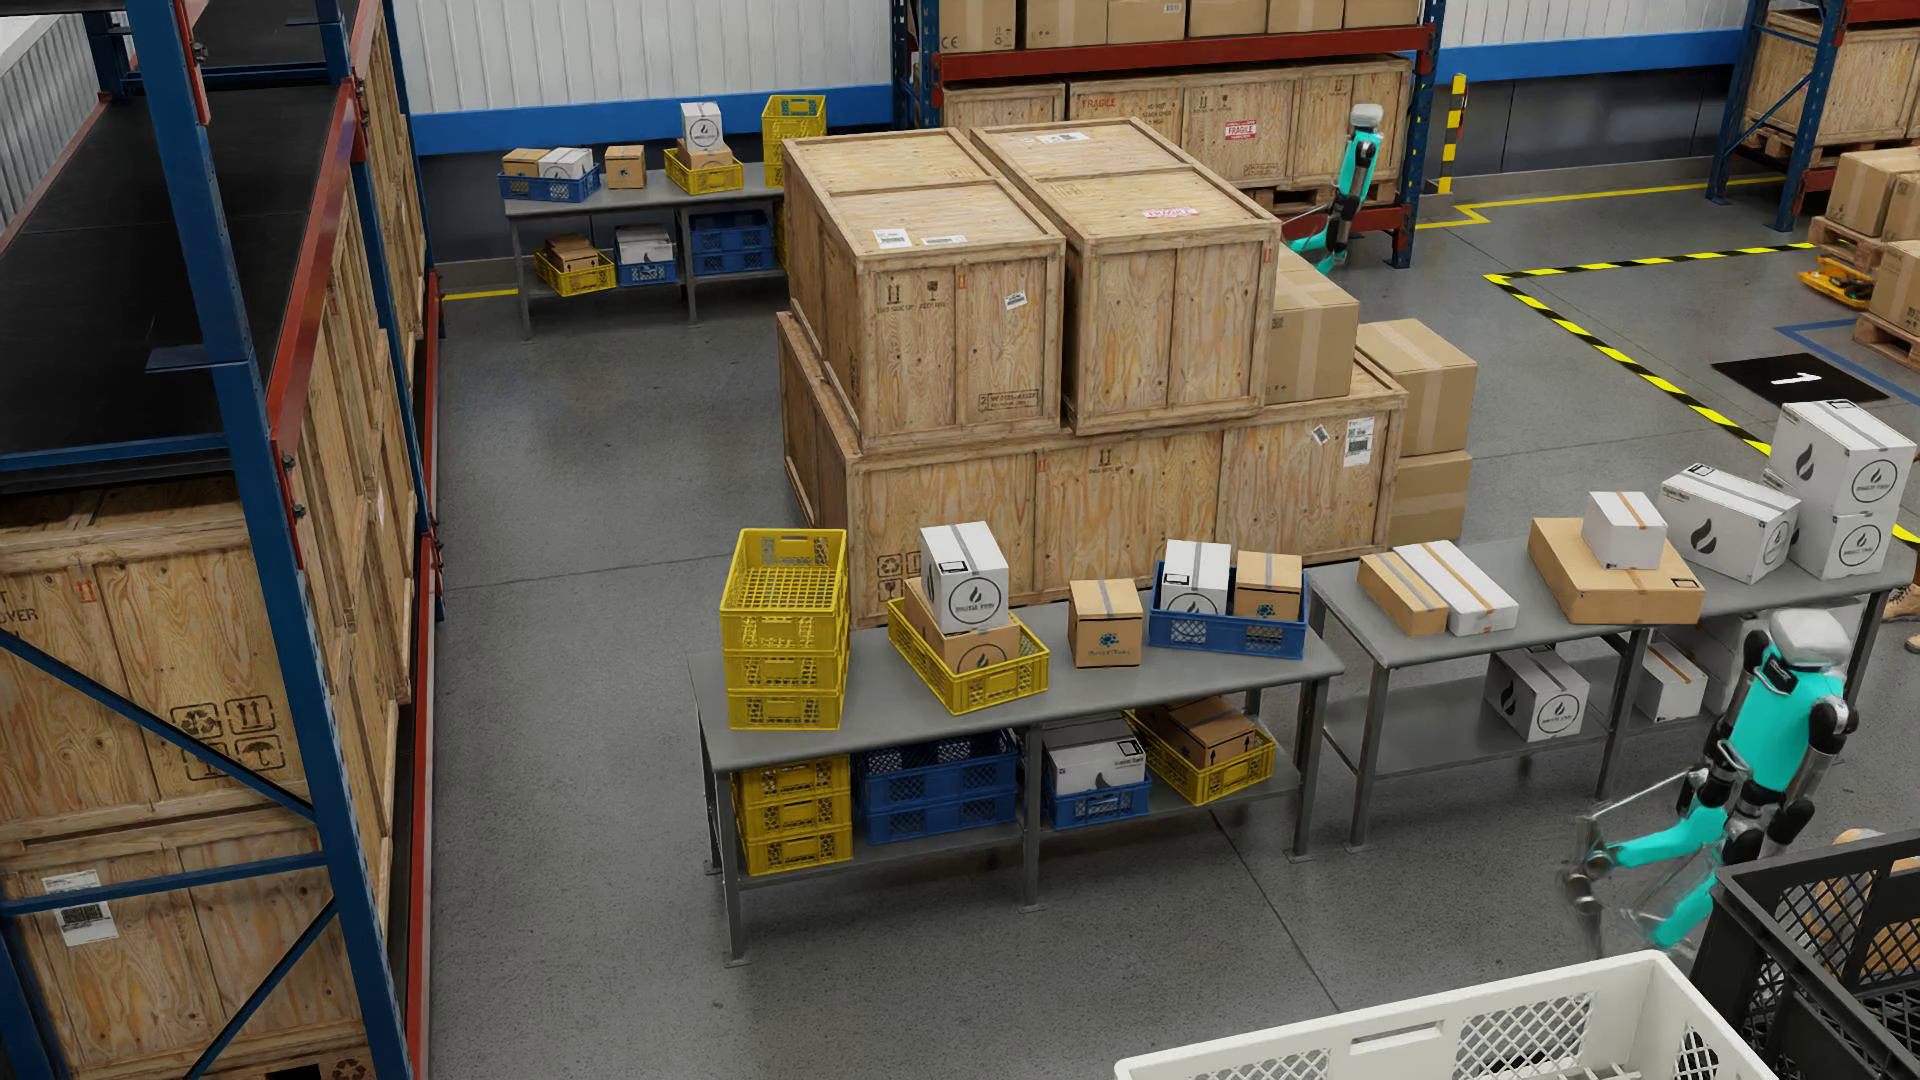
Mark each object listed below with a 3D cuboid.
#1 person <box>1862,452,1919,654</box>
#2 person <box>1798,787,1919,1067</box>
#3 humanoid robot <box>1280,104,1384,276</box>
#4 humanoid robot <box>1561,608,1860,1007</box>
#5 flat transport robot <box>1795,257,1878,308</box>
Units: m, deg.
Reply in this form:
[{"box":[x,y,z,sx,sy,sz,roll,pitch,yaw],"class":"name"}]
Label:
[{"box":[4.861,-0.396,8.000,0.386,2.039,0.613,-5,29,-10],"class":"person"},{"box":[2.701,1.402,4.844,0.371,1.934,0.550,-25,38,-38],"class":"person"},{"box":[2.483,-2.148,11.495,1.006,1.733,0.542,5,29,9],"class":"humanoid robot"},{"box":[2.533,1.017,5.755,1.032,1.725,0.543,-3,29,-5],"class":"humanoid robot"},{"box":[7.278,-2.045,12.799,1.431,0.197,0.652,-7,30,-13],"class":"flat transport robot"}]
